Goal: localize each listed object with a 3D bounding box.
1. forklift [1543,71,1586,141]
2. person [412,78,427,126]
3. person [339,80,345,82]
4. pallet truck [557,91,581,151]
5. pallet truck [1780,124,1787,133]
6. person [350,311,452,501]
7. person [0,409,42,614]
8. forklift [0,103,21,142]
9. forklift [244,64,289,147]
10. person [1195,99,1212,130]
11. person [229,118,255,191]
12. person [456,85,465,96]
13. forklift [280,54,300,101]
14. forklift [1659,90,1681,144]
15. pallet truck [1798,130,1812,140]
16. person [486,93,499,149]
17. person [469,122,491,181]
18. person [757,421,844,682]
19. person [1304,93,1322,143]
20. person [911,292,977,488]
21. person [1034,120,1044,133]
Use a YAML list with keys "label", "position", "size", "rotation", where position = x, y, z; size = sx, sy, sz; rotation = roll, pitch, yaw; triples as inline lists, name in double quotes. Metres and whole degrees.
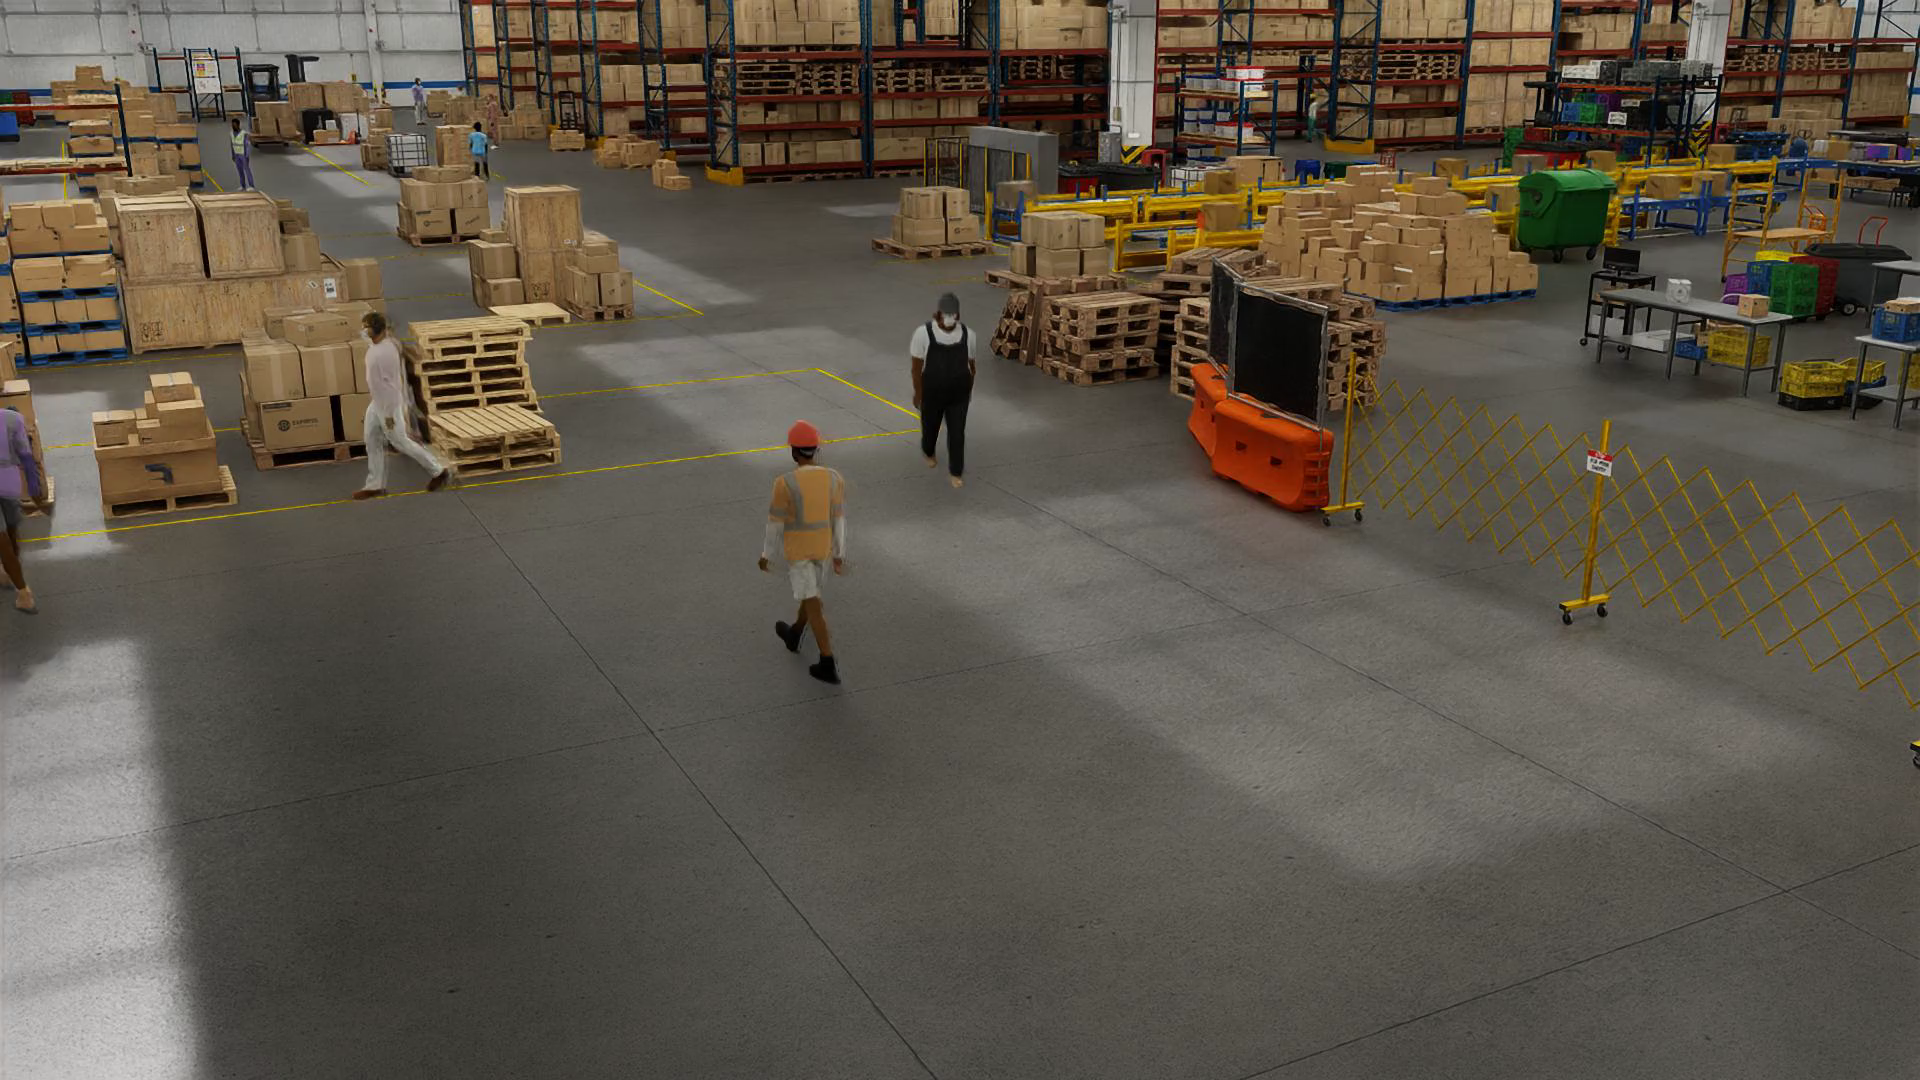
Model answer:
- label: "forklift"
  position: [18.685, -13.231, 52.085]
  size: [1.873, 2.768, 1.129]
  rotation: [-9, 20, -26]
- label: "person"
  position: [-22.548, -18.278, 69.335]
  size: [0.371, 1.941, 0.627]
  rotation: [5, 18, 16]
- label: "person"
  position: [-24.632, -17.370, 66.443]
  size: [0.632, 1.973, 0.689]
  rotation: [6, 19, 17]
- label: "pallet truck"
  position: [-13.495, -14.412, 57.188]
  size: [0.823, 1.965, 1.885]
  rotation: [-3, 18, -9]
- label: "pallet truck"
  position: [25.206, -12.542, 52.601]
  size: [1.601, 1.201, 0.680]
  rotation: [0, 18, -2]
- label: "person"
  position: [-5.657, -1.352, 16.626]
  size: [0.936, 1.910, 0.638]
  rotation: [-9, 20, -27]
- label: "person"
  position: [-7.936, -0.423, 13.612]
  size: [1.059, 1.975, 0.609]
  rotation: [14, 23, 38]
- label: "forklift"
  position: [-35.172, -15.788, 60.054]
  size: [1.873, 2.768, 1.129]
  rotation: [10, 20, 29]
- label: "forklift"
  position: [-24.565, -15.336, 58.646]
  size: [1.129, 2.768, 1.873]
  rotation: [-9, 20, -27]
- label: "person"
  position: [9.218, -16.207, 62.953]
  size: [0.661, 1.887, 0.509]
  rotation: [10, 20, 29]
- label: "person"
  position: [-19.292, -10.341, 44.651]
  size: [0.584, 1.908, 0.389]
  rotation: [7, 19, 22]
- label: "person"
  position: [-20.993, -18.259, 69.784]
  size: [0.644, 1.610, 0.530]
  rotation: [-15, 23, -39]
- label: "forklift"
  position: [-28.221, -19.166, 70.584]
  size: [1.873, 2.768, 1.129]
  rotation: [-9, 20, -26]
- label: "forklift"
  position: [25.221, -15.005, 57.612]
  size: [1.873, 2.768, 1.129]
  rotation: [-9, 20, -26]
- label: "pallet truck"
  position: [25.526, -11.556, 49.408]
  size: [1.630, 1.274, 0.653]
  rotation: [-9, 20, -26]
- label: "person"
  position: [-16.283, -14.599, 57.918]
  size: [0.411, 1.908, 0.643]
  rotation: [-4, 18, -13]
- label: "person"
  position: [-13.505, -10.900, 46.802]
  size: [0.540, 1.645, 0.884]
  rotation: [-1, 18, -3]
- label: "person"
  position: [-1.182, 0.050, 12.268]
  size: [0.571, 1.883, 0.980]
  rotation: [-14, 23, -37]
- label: "person"
  position: [12.862, -15.327, 60.429]
  size: [0.536, 1.757, 0.528]
  rotation: [-5, 19, -16]
- label: "person"
  position: [-0.162, -1.599, 17.172]
  size: [0.691, 2.000, 0.754]
  rotation: [-3, 18, -8]
- label: "person"
  position: [2.262, -11.238, 47.847]
  size: [0.885, 1.654, 0.531]
  rotation: [-8, 20, -24]
